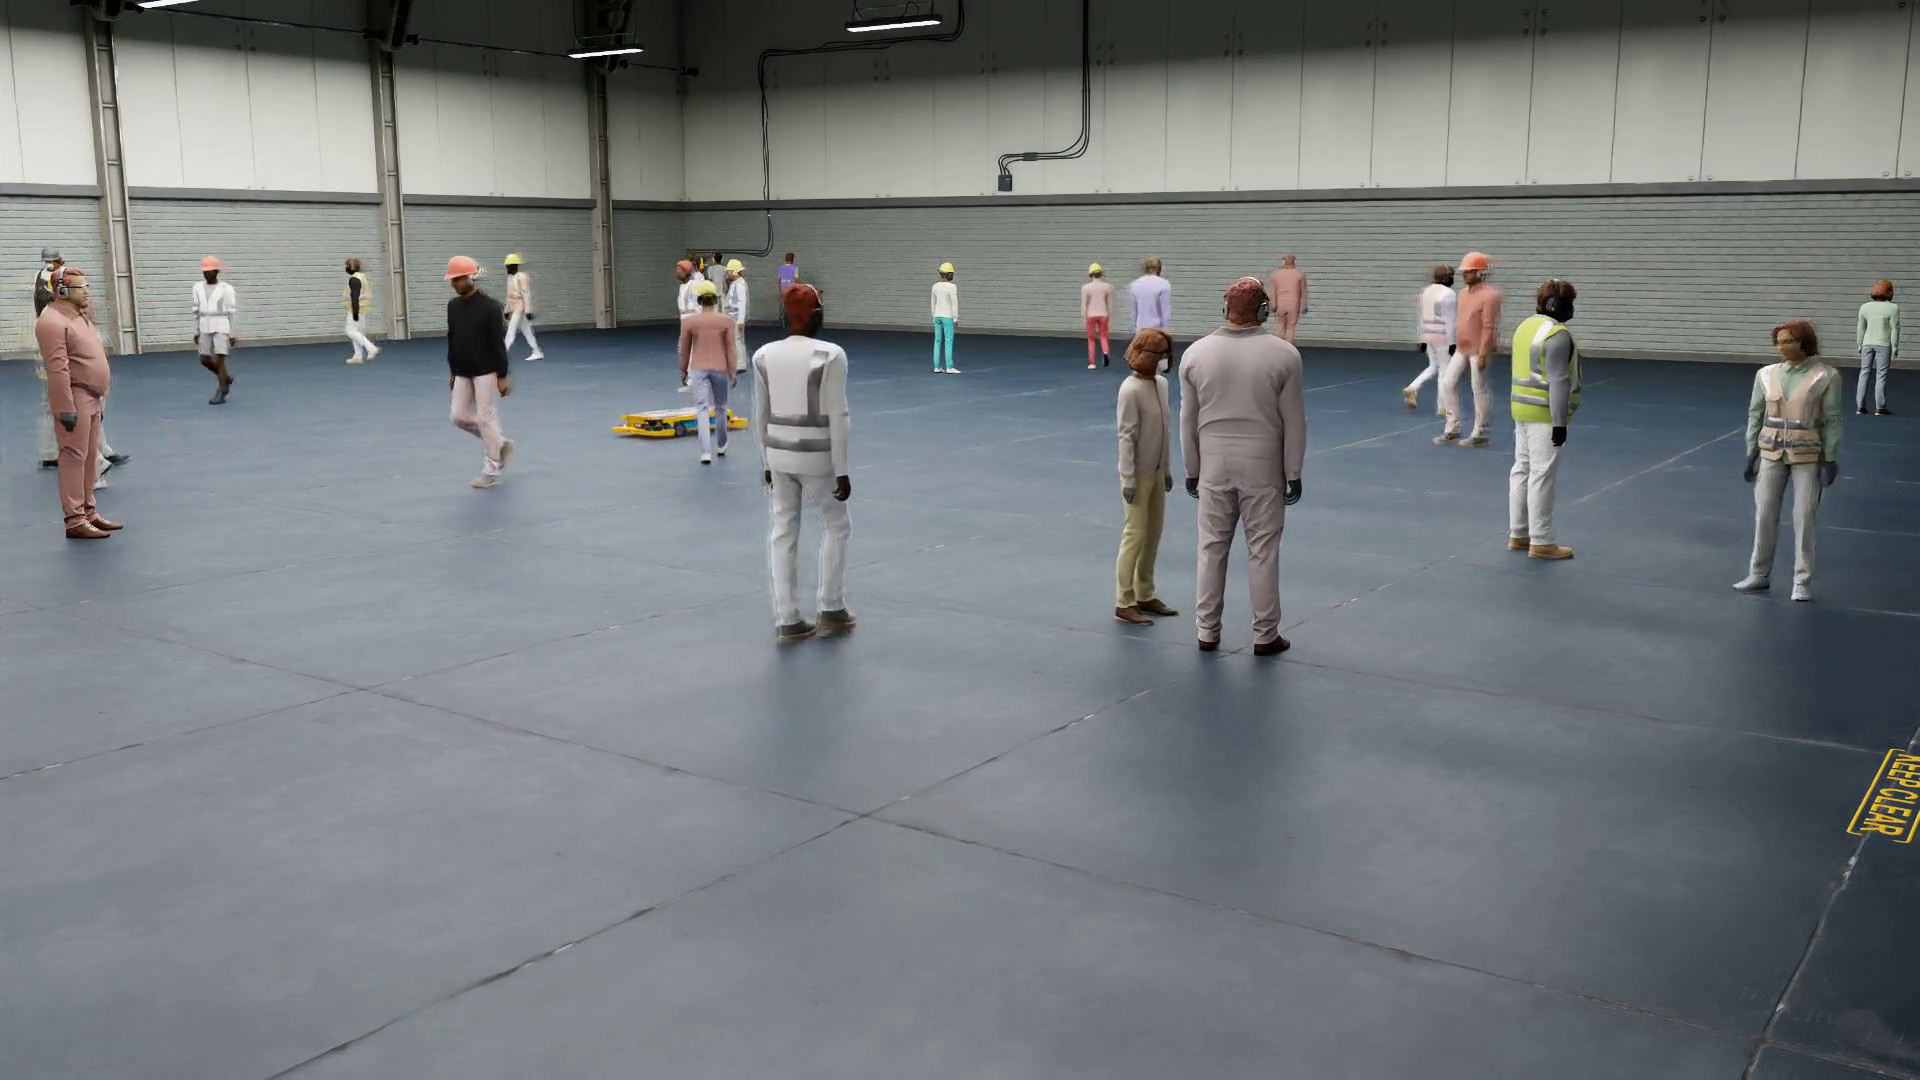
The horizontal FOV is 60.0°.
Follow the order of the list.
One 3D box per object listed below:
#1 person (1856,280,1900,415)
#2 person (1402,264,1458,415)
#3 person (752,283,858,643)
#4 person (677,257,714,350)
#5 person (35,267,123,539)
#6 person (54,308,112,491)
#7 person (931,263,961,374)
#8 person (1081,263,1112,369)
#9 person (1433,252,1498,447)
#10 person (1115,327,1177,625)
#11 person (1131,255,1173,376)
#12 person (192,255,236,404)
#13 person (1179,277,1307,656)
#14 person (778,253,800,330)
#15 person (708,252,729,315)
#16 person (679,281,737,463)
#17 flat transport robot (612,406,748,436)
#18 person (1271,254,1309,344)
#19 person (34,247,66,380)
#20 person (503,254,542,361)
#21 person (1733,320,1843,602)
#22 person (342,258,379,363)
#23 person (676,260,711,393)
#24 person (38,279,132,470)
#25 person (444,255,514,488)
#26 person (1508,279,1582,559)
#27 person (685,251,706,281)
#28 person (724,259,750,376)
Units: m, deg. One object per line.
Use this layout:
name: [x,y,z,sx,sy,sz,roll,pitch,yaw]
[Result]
person: [11.149,-2.334,20.205,0.287,1.634,0.497,-7,12,-33]
person: [5.767,-2.418,20.141,0.604,1.826,0.631,-3,10,-14]
person: [-0.772,-0.409,8.766,0.615,1.862,0.677,5,11,26]
person: [-4.955,-4.483,31.746,0.993,1.823,0.518,-2,10,-12]
person: [-6.238,-0.969,11.797,0.409,1.909,0.640,-2,10,-12]
person: [-7.343,-1.200,13.849,0.532,1.618,0.365,9,13,40]
person: [-0.230,-3.537,26.581,0.526,1.765,0.329,9,14,42]
person: [2.254,-3.670,27.334,0.545,1.750,0.506,-2,10,-9]
person: [5.109,-1.913,16.873,0.672,1.975,0.646,-4,11,-19]
person: [1.016,-0.353,9.134,0.284,1.624,0.514,6,12,31]
person: [2.517,-2.742,21.685,0.442,1.919,0.651,-9,14,-42]
person: [-9.666,-2.735,21.636,0.572,1.921,0.574,1,10,6]
person: [1.432,-0.366,8.415,0.643,1.909,0.409,4,11,23]
person: [-4.099,-5.964,39.948,0.569,1.841,0.378,5,11,26]
person: [-5.515,-5.631,38.011,0.521,1.870,0.319,-3,11,-18]
person: [-2.412,-1.614,15.937,0.542,1.712,0.918,-2,10,-9]
flat transport robot: [-3.069,-1.312,18.297,0.652,0.197,1.431,7,13,36]
person: [6.117,-4.331,30.723,0.642,1.878,0.799,6,12,29]
person: [-13.775,-3.450,25.316,0.674,2.000,0.535,0,10,0]
person: [-7.835,-4.068,29.225,1.006,1.873,0.610,-7,12,-33]
person: [4.872,-0.466,9.756,0.318,1.629,0.564,-8,13,-38]
person: [-10.393,-3.953,28.727,0.491,1.823,0.643,-2,10,-12]
person: [-3.639,-2.994,23.331,0.726,1.853,0.602,-4,11,-23]
person: [-8.114,-1.547,15.316,0.824,1.796,0.609,-7,12,-35]
person: [-4.099,-1.444,14.254,0.678,1.969,0.588,6,12,29]
person: [3.889,-0.804,11.070,0.430,1.838,0.624,-1,10,-5]
person: [-6.107,-5.774,38.743,0.366,1.906,0.870,6,12,30]
person: [-3.517,-3.501,26.203,0.404,1.830,0.605,-2,10,-11]
